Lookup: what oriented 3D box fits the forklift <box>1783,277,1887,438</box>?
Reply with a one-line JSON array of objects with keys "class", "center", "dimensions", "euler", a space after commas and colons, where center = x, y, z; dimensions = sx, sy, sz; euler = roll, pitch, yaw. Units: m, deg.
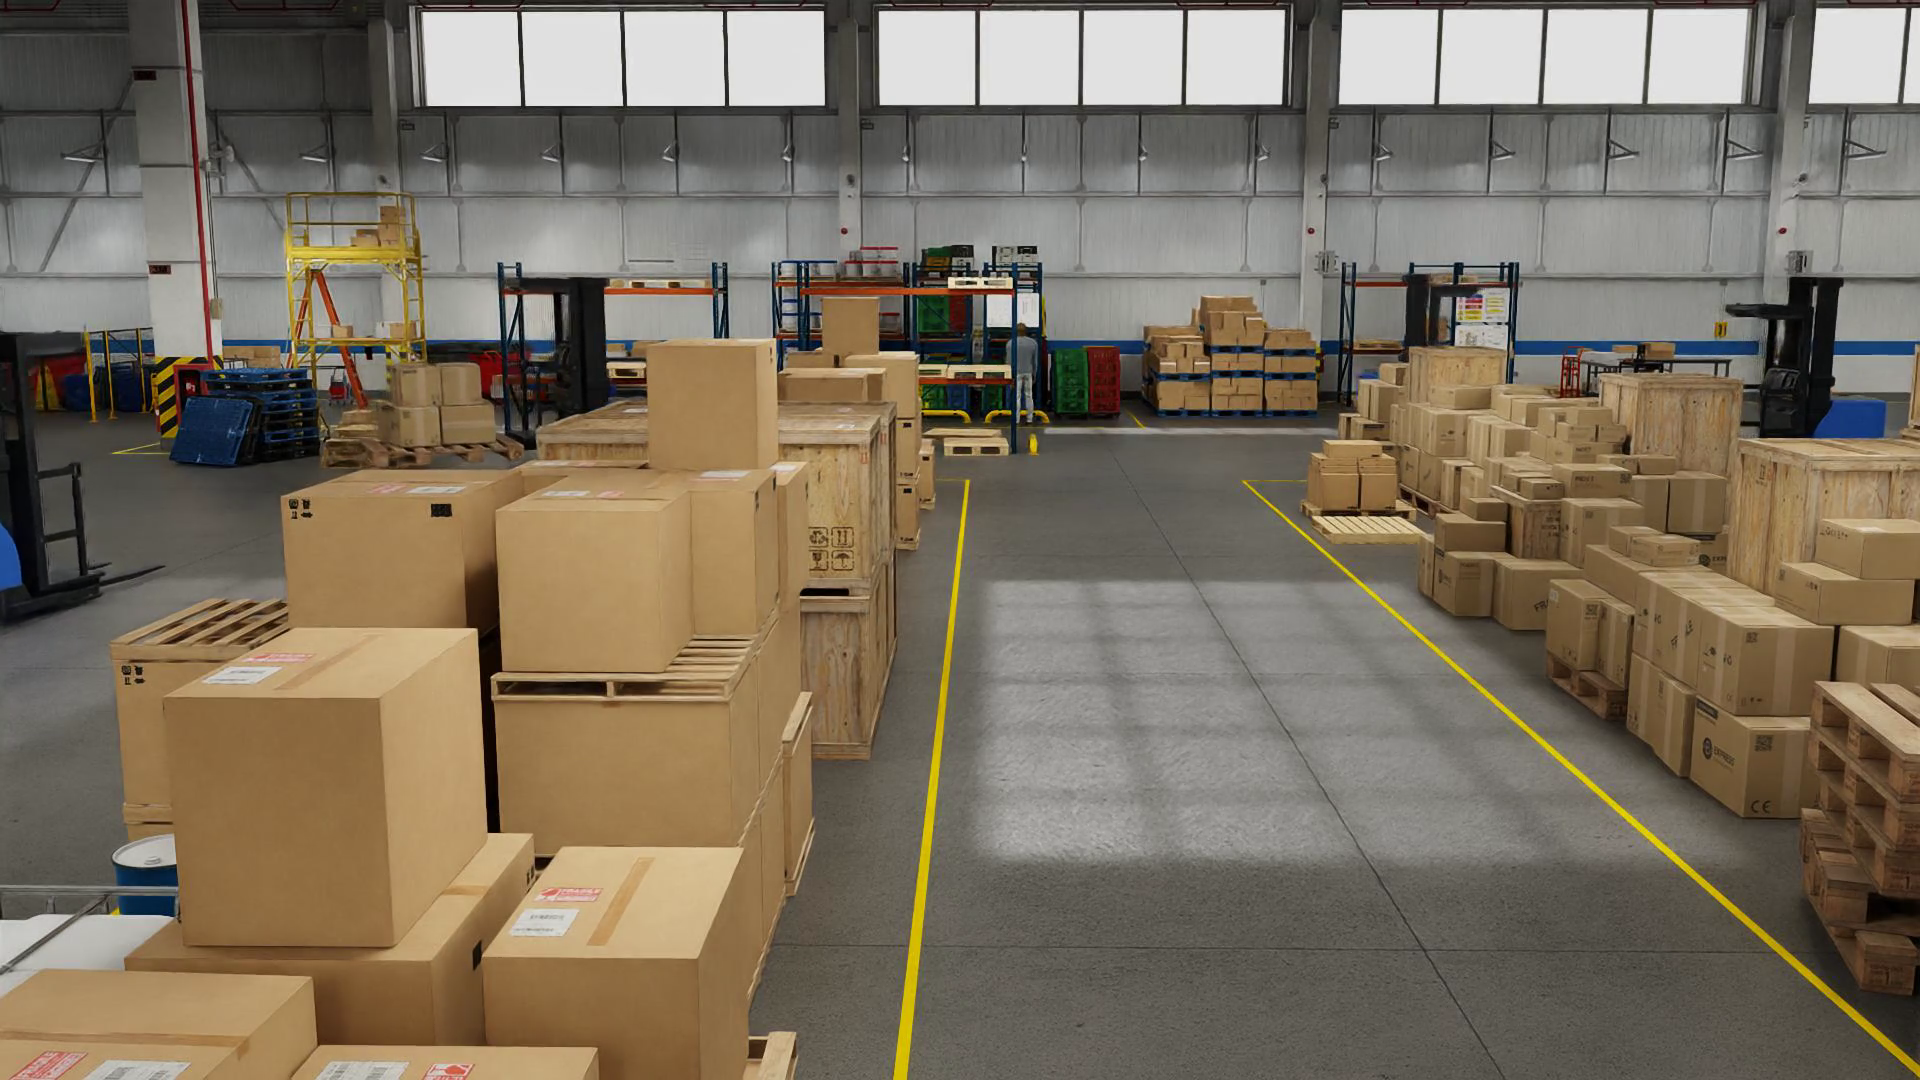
[{"class": "forklift", "center": [12.204, -2.384, 23.915], "dimensions": [1.873, 2.768, 1.129], "euler": [0, 9, 0]}]

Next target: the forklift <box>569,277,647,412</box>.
[{"class": "forklift", "center": [-5.184, -2.298, 23.398], "dimensions": [1.873, 2.768, 1.129], "euler": [-4, 10, -25]}]

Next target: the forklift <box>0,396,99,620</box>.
[{"class": "forklift", "center": [-8.459, -0.710, 13.886], "dimensions": [1.129, 2.768, 1.873], "euler": [2, 10, 13]}]

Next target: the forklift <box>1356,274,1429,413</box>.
[{"class": "forklift", "center": [8.027, -3.303, 29.419], "dimensions": [1.873, 2.768, 1.129], "euler": [3, 10, 19]}]

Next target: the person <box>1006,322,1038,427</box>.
[{"class": "person", "center": [1.131, -3.041, 30.667], "dimensions": [0.629, 1.940, 0.372], "euler": [-4, 10, -20]}]
